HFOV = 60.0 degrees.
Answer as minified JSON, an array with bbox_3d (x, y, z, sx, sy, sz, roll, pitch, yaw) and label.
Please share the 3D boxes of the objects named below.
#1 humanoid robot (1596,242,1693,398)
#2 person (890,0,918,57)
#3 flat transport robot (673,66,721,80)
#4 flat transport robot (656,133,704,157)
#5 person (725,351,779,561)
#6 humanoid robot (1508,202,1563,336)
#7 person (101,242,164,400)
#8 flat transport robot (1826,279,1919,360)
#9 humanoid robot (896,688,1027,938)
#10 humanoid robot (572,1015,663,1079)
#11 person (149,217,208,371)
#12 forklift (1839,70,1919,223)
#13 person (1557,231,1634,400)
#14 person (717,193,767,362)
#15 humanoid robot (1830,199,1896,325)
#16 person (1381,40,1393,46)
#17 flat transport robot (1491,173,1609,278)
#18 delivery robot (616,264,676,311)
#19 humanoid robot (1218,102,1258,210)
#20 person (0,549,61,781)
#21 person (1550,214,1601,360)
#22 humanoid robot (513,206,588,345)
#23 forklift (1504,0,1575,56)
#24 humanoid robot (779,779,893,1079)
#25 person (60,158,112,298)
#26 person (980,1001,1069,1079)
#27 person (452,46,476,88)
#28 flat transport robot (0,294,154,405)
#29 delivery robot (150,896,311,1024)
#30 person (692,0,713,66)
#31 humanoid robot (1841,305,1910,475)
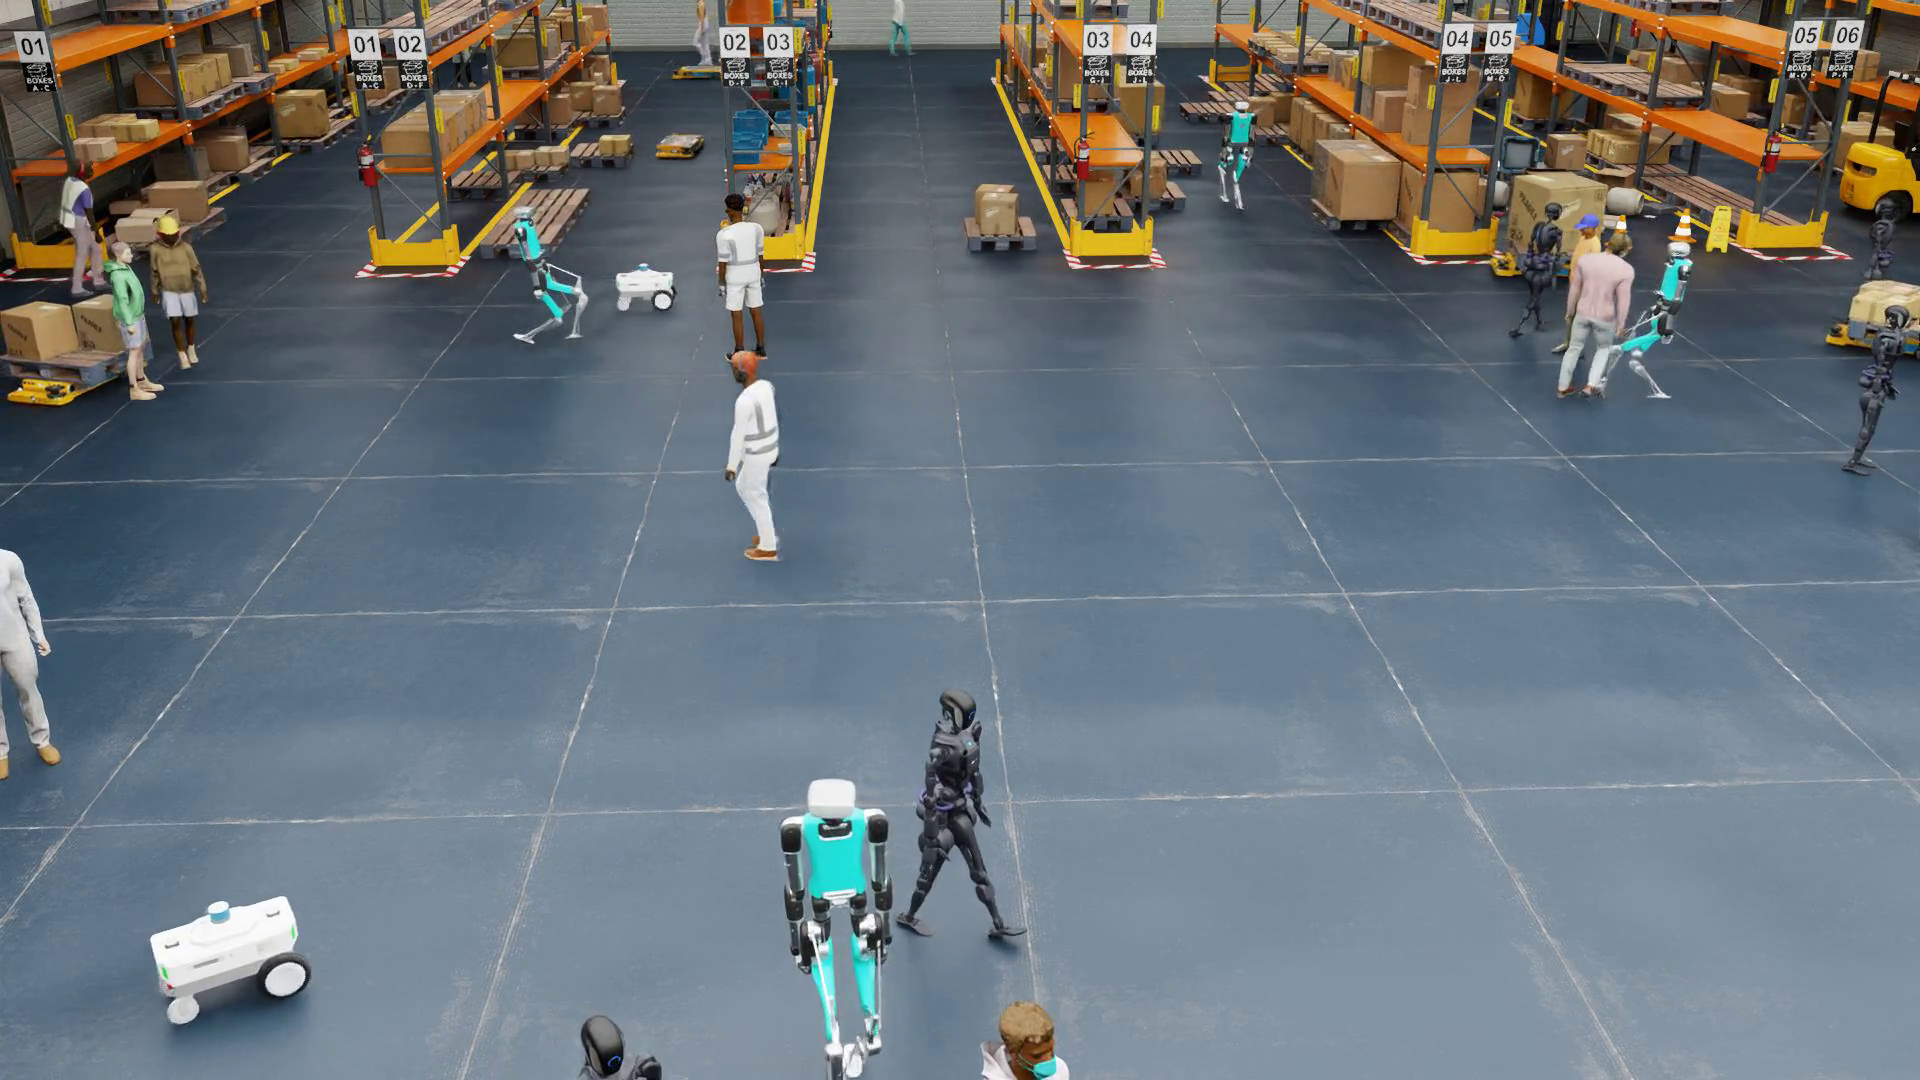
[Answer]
[{"bbox_3d":[7.312,-2.356,17.991,0.968,1.769,0.536,3,24,6],"label":"humanoid robot"},{"bbox_3d":[-1.438,-13.173,42.263,0.802,1.734,0.540,-9,26,-19],"label":"person"},{"bbox_3d":[-6.028,-11.028,39.251,1.431,0.231,0.659,-1,24,-3],"label":"flat transport robot"},{"bbox_3d":[-5.203,-7.332,30.946,0.659,0.231,1.431,1,24,1],"label":"flat transport robot"},{"bbox_3d":[-1.762,-0.696,14.079,0.462,1.857,0.571,5,24,11],"label":"person"},{"bbox_3d":[7.051,-3.289,20.173,0.745,1.623,0.600,-9,26,-20],"label":"humanoid robot"},{"bbox_3d":[-8.986,-2.380,18.027,0.316,1.732,0.477,-5,24,-11],"label":"person"},{"bbox_3d":[11.185,-2.385,19.831,1.431,0.231,0.659,17,29,34],"label":"flat transport robot"},{"bbox_3d":[-0.012,1.560,9.282,0.768,1.621,0.610,13,27,28],"label":"humanoid robot"},{"bbox_3d":[-1.454,2.624,6.902,0.589,1.621,0.789,-21,31,-39],"label":"humanoid robot"},{"bbox_3d":[-8.886,-2.805,18.953,0.552,1.737,0.749,-13,27,-27],"label":"person"},{"bbox_3d":[15.132,-6.143,25.915,2.313,2.155,1.214,-1,24,-2],"label":"forklift"},{"bbox_3d":[6.812,-2.375,17.822,0.672,1.897,0.478,17,29,34],"label":"person"},{"bbox_3d":[-2.514,-3.011,19.167,0.602,1.959,0.370,-17,29,-33],"label":"person"},{"bbox_3d":[11.166,-3.338,20.300,0.783,1.622,0.607,16,29,32],"label":"humanoid robot"},{"bbox_3d":[10.865,-12.934,41.710,0.878,1.759,0.592,-2,24,-5],"label":"person"},{"bbox_3d":[8.125,-3.791,22.990,1.431,0.231,0.659,4,24,9],"label":"flat transport robot"},{"bbox_3d":[-4.051,-3.259,21.434,0.788,0.587,0.499,-2,24,-4],"label":"delivery robot"},{"bbox_3d":[4.363,-6.137,26.524,0.535,1.758,1.056,-3,24,-8],"label":"humanoid robot"},{"bbox_3d":[-6.349,0.670,10.970,0.565,1.895,0.378,-16,29,-32],"label":"person"},{"bbox_3d":[7.181,-2.942,19.306,0.361,1.715,0.436,-4,24,-9],"label":"person"},{"bbox_3d":[-4.789,-3.069,19.572,1.048,1.716,0.536,-1,24,-2],"label":"humanoid robot"},{"bbox_3d":[14.700,-13.805,42.301,1.873,2.768,1.129,-1,24,-2],"label":"forklift"},{"bbox_3d":[-0.547,2.100,7.981,0.538,1.773,0.967,-4,24,-8],"label":"humanoid robot"},{"bbox_3d":[-11.456,-4.086,21.773,0.739,1.792,0.590,-20,31,-38],"label":"person"},{"bbox_3d":[0.241,2.616,6.572,0.492,1.917,0.378,-21,31,-38],"label":"person"},{"bbox_3d":[-11.294,-11.090,37.637,0.529,1.693,0.321,2,24,3],"label":"person"},{"bbox_3d":[-9.848,-1.830,18.585,0.659,0.231,1.431,6,25,12],"label":"flat transport robot"},{"bbox_3d":[-3.969,2.250,9.088,0.803,0.614,0.499,-14,28,-29],"label":"delivery robot"},{"bbox_3d":[-6.344,-12.534,40.705,0.525,1.837,0.552,0,24,0],"label":"person"},{"bbox_3d":[8.852,-1.462,16.015,0.320,1.652,0.595,19,30,36],"label":"humanoid robot"}]
